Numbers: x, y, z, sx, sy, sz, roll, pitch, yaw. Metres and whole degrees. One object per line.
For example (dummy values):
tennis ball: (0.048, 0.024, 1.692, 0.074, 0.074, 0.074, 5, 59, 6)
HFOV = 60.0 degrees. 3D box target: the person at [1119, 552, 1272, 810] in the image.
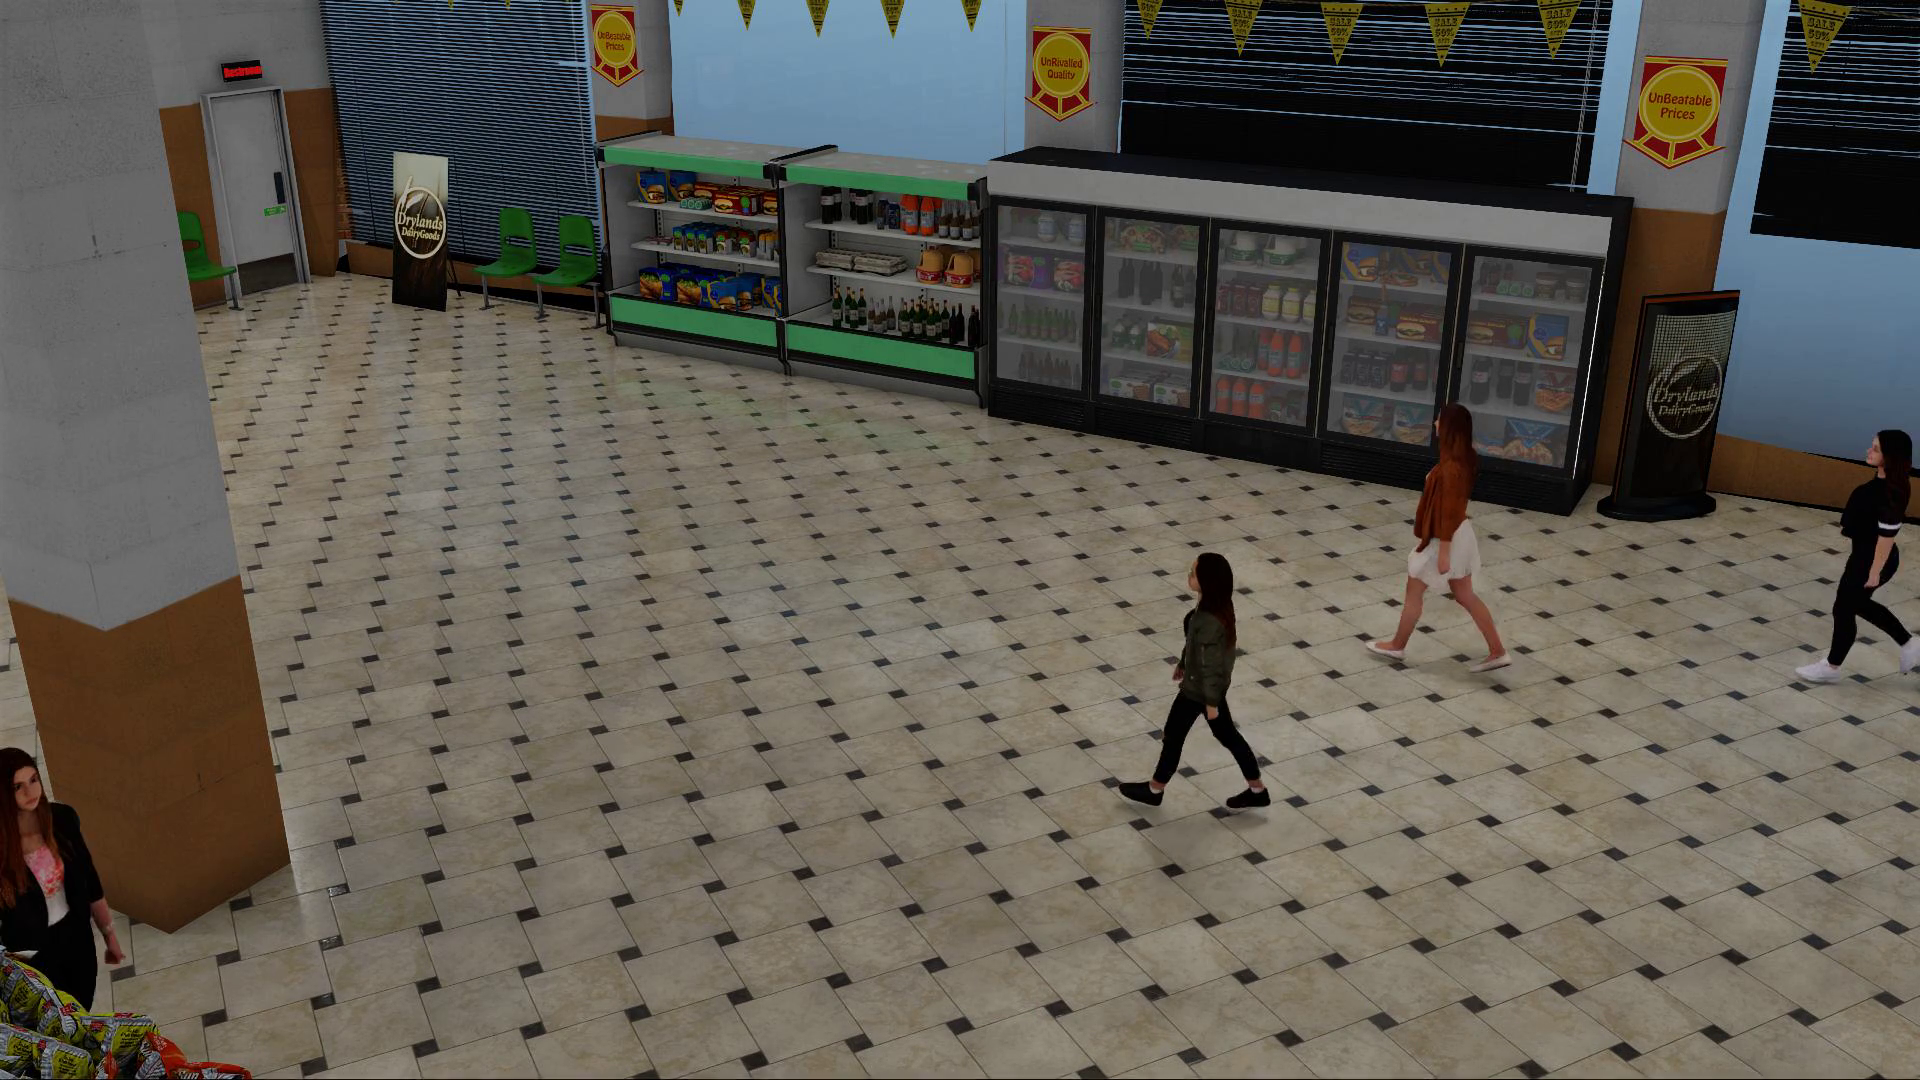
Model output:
person: (1.326, 0.761, 8.486, 1.058, 1.441, 0.714, 7, 23, 16)

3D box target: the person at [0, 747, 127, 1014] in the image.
person: (-3.470, 1.525, 6.226, 0.569, 1.707, 0.628, 11, 24, 25)

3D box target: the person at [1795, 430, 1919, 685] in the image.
person: (5.442, 0.131, 9.806, 0.953, 1.625, 0.689, 8, 23, 19)

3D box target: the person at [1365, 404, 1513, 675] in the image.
person: (3.008, 0.036, 9.961, 1.126, 1.685, 0.680, 14, 26, 32)
